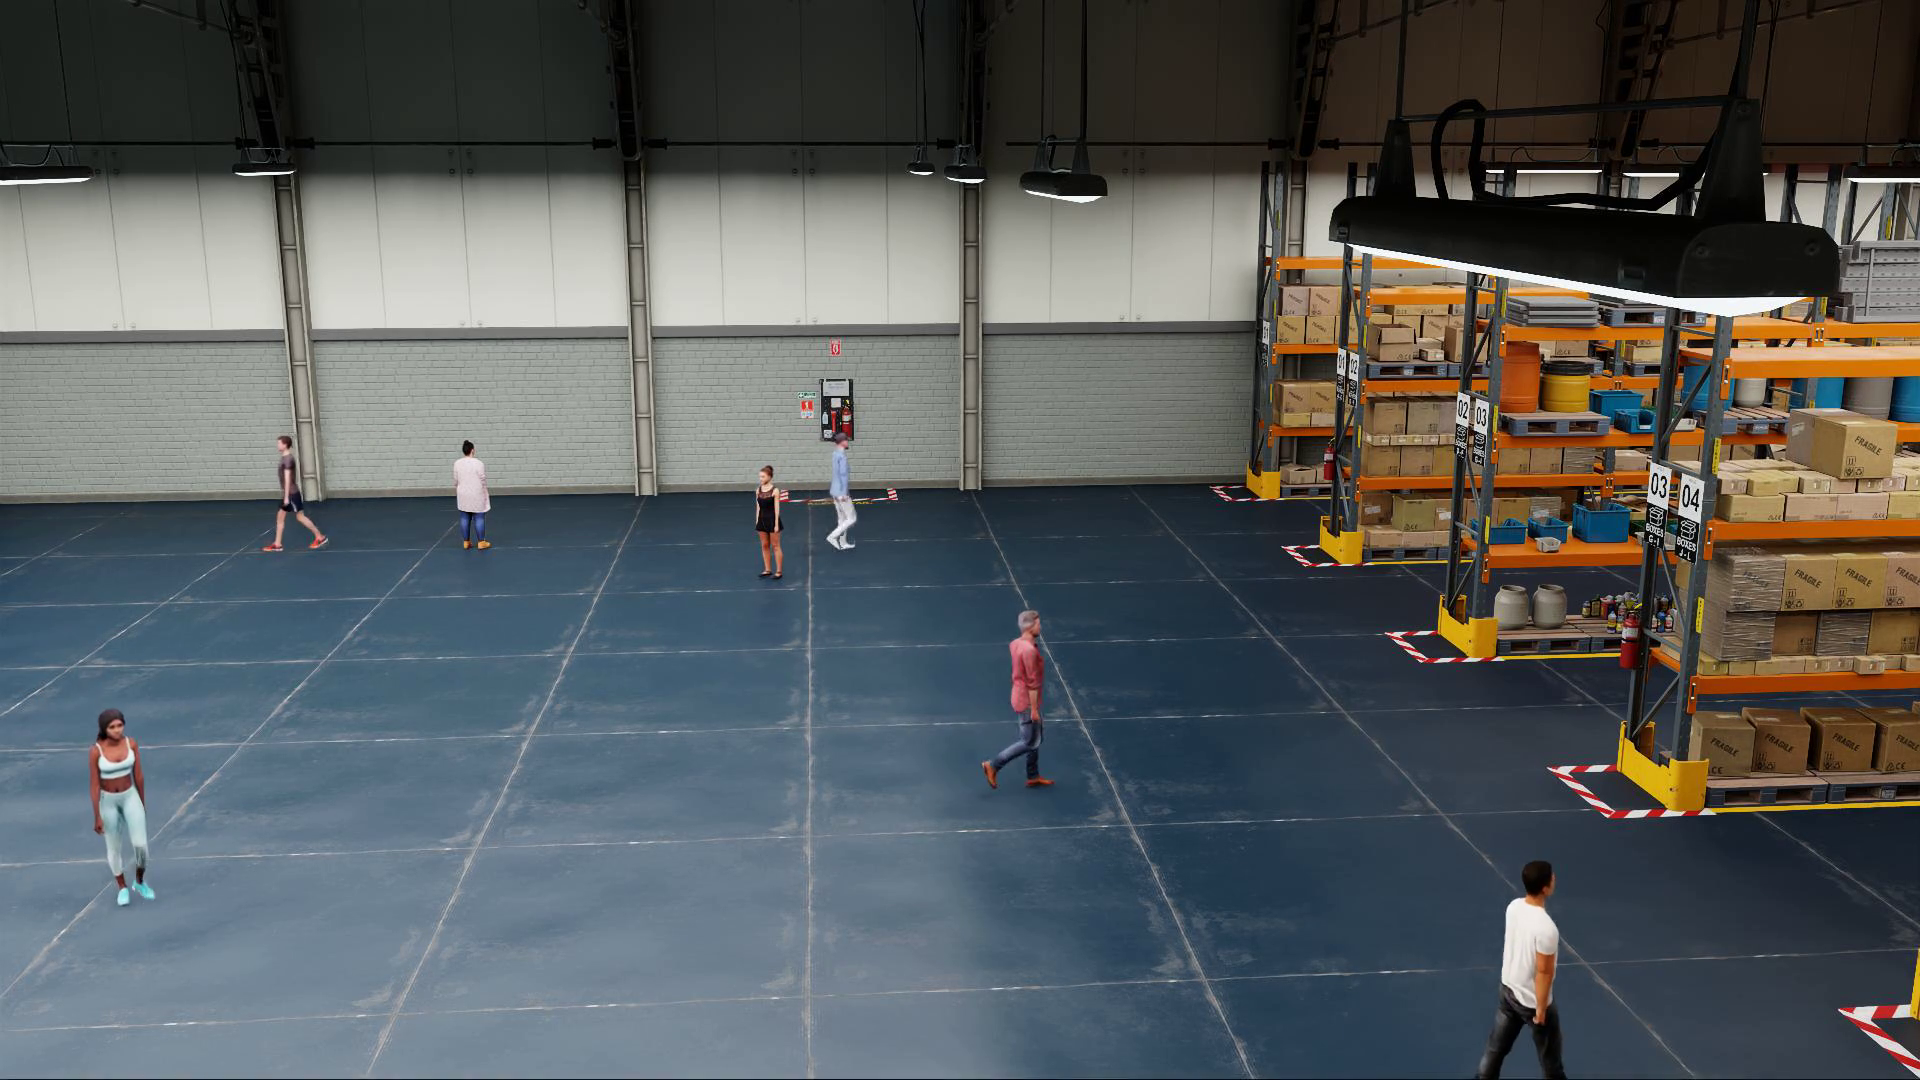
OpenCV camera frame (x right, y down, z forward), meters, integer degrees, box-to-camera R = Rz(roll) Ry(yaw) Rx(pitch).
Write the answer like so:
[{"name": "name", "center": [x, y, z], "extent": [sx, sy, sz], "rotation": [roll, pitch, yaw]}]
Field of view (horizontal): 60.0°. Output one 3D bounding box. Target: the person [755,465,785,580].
[{"name": "person", "center": [-2.804, -0.266, 24.485], "extent": [0.667, 1.678, 0.748], "rotation": [8, 15, 30]}]

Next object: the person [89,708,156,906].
[{"name": "person", "center": [-7.002, 2.194, 13.788], "extent": [0.700, 1.712, 0.772], "rotation": [-9, 16, -35]}]

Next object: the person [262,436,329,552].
[{"name": "person", "center": [-10.398, -0.702, 26.072], "extent": [1.290, 1.811, 0.958], "rotation": [-6, 14, -24]}]

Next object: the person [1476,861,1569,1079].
[{"name": "person", "center": [3.516, 2.905, 10.580], "extent": [1.120, 1.774, 0.821], "rotation": [-4, 14, -18]}]

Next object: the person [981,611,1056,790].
[{"name": "person", "center": [0.572, 1.593, 16.167], "extent": [0.982, 1.810, 0.702], "rotation": [-2, 13, -8]}]

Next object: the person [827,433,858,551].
[{"name": "person", "center": [-1.930, -0.742, 26.108], "extent": [0.872, 1.874, 0.794], "rotation": [-6, 14, -24]}]

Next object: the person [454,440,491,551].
[{"name": "person", "center": [-7.744, -0.725, 26.325], "extent": [0.662, 1.742, 0.819], "rotation": [3, 13, 11]}]
